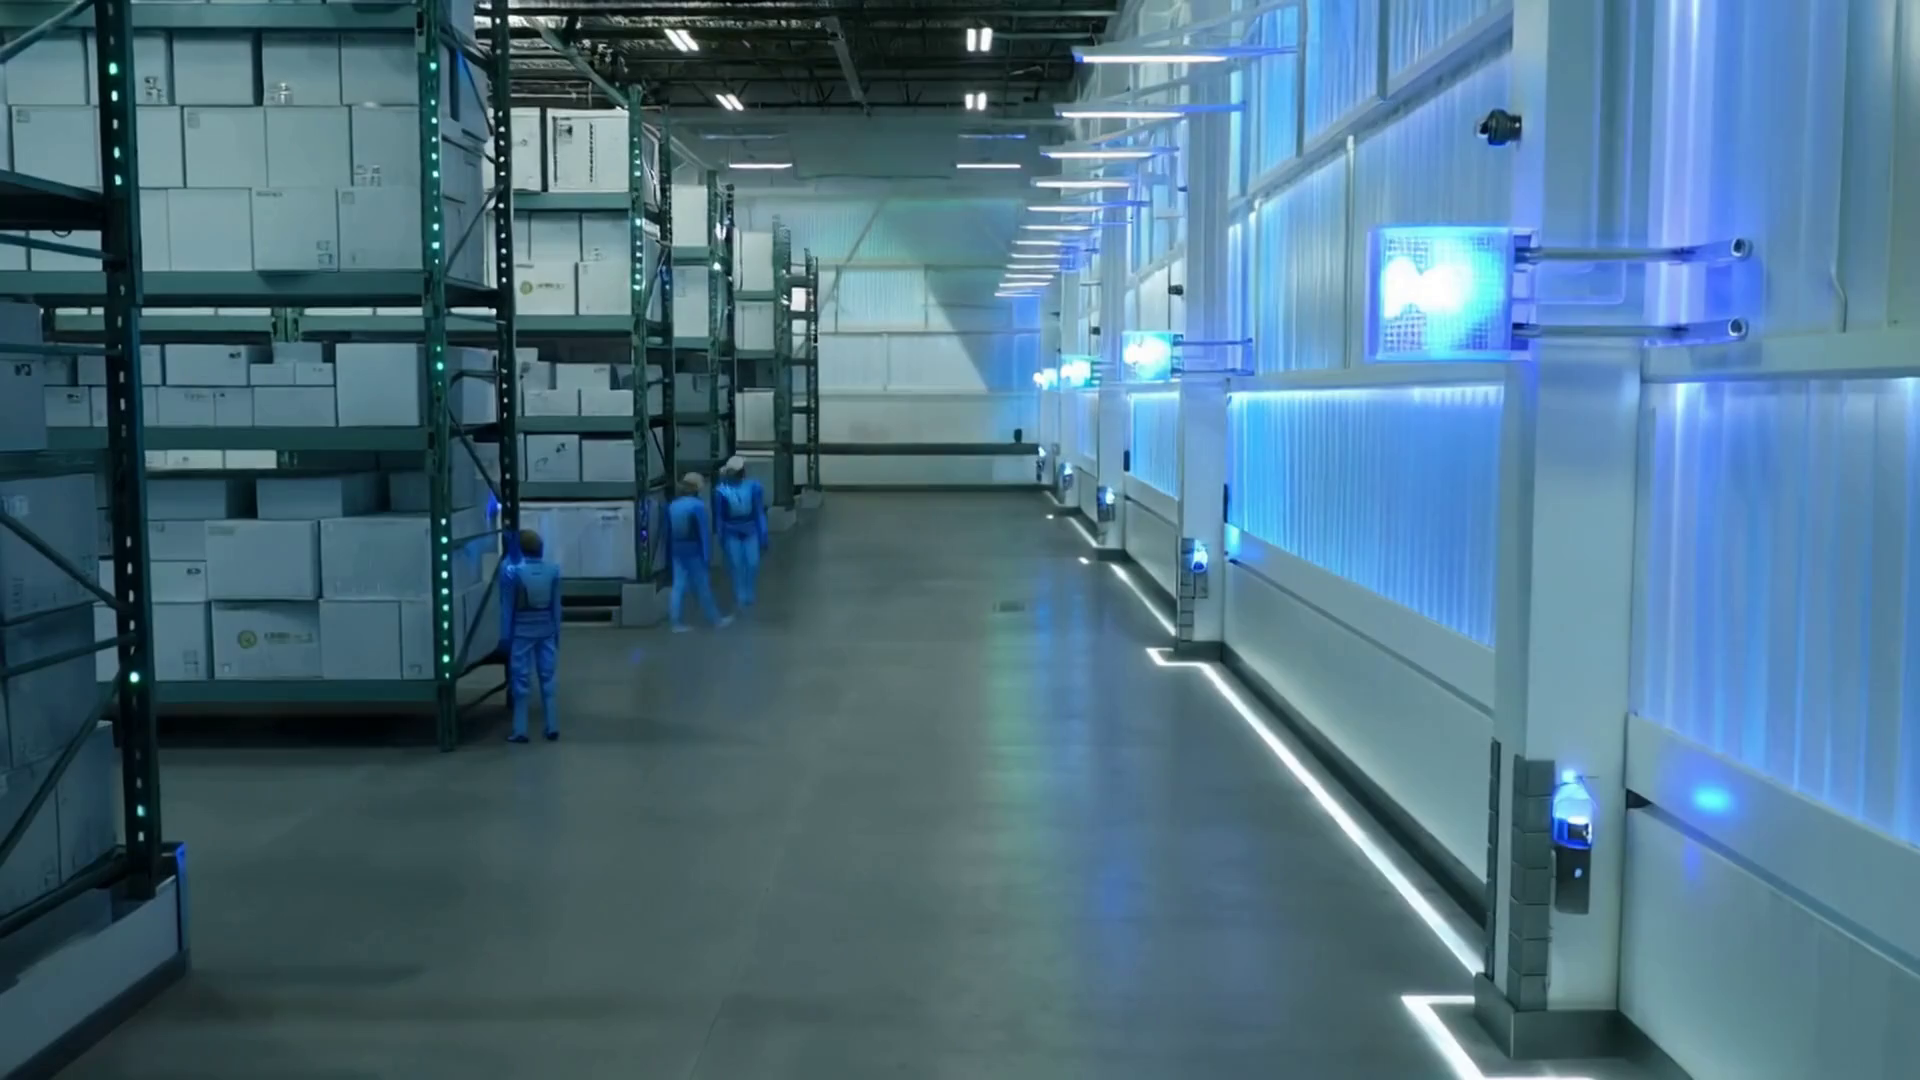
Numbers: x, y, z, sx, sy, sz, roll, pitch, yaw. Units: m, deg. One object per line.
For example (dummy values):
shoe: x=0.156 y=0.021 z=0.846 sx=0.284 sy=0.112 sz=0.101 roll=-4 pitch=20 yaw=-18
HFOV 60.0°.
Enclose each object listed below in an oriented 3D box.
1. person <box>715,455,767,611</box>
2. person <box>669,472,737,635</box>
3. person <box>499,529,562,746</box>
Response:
person: x=-2.678 y=-0.078 z=20.322 sx=0.636 sy=1.925 sz=0.455 roll=-1 pitch=5 yaw=-6
person: x=-2.914 y=0.139 z=18.557 sx=0.605 sy=1.783 sz=0.903 roll=4 pitch=6 yaw=36
person: x=-3.223 y=0.735 z=12.546 sx=0.313 sy=1.631 sz=0.524 roll=5 pitch=7 yaw=43
